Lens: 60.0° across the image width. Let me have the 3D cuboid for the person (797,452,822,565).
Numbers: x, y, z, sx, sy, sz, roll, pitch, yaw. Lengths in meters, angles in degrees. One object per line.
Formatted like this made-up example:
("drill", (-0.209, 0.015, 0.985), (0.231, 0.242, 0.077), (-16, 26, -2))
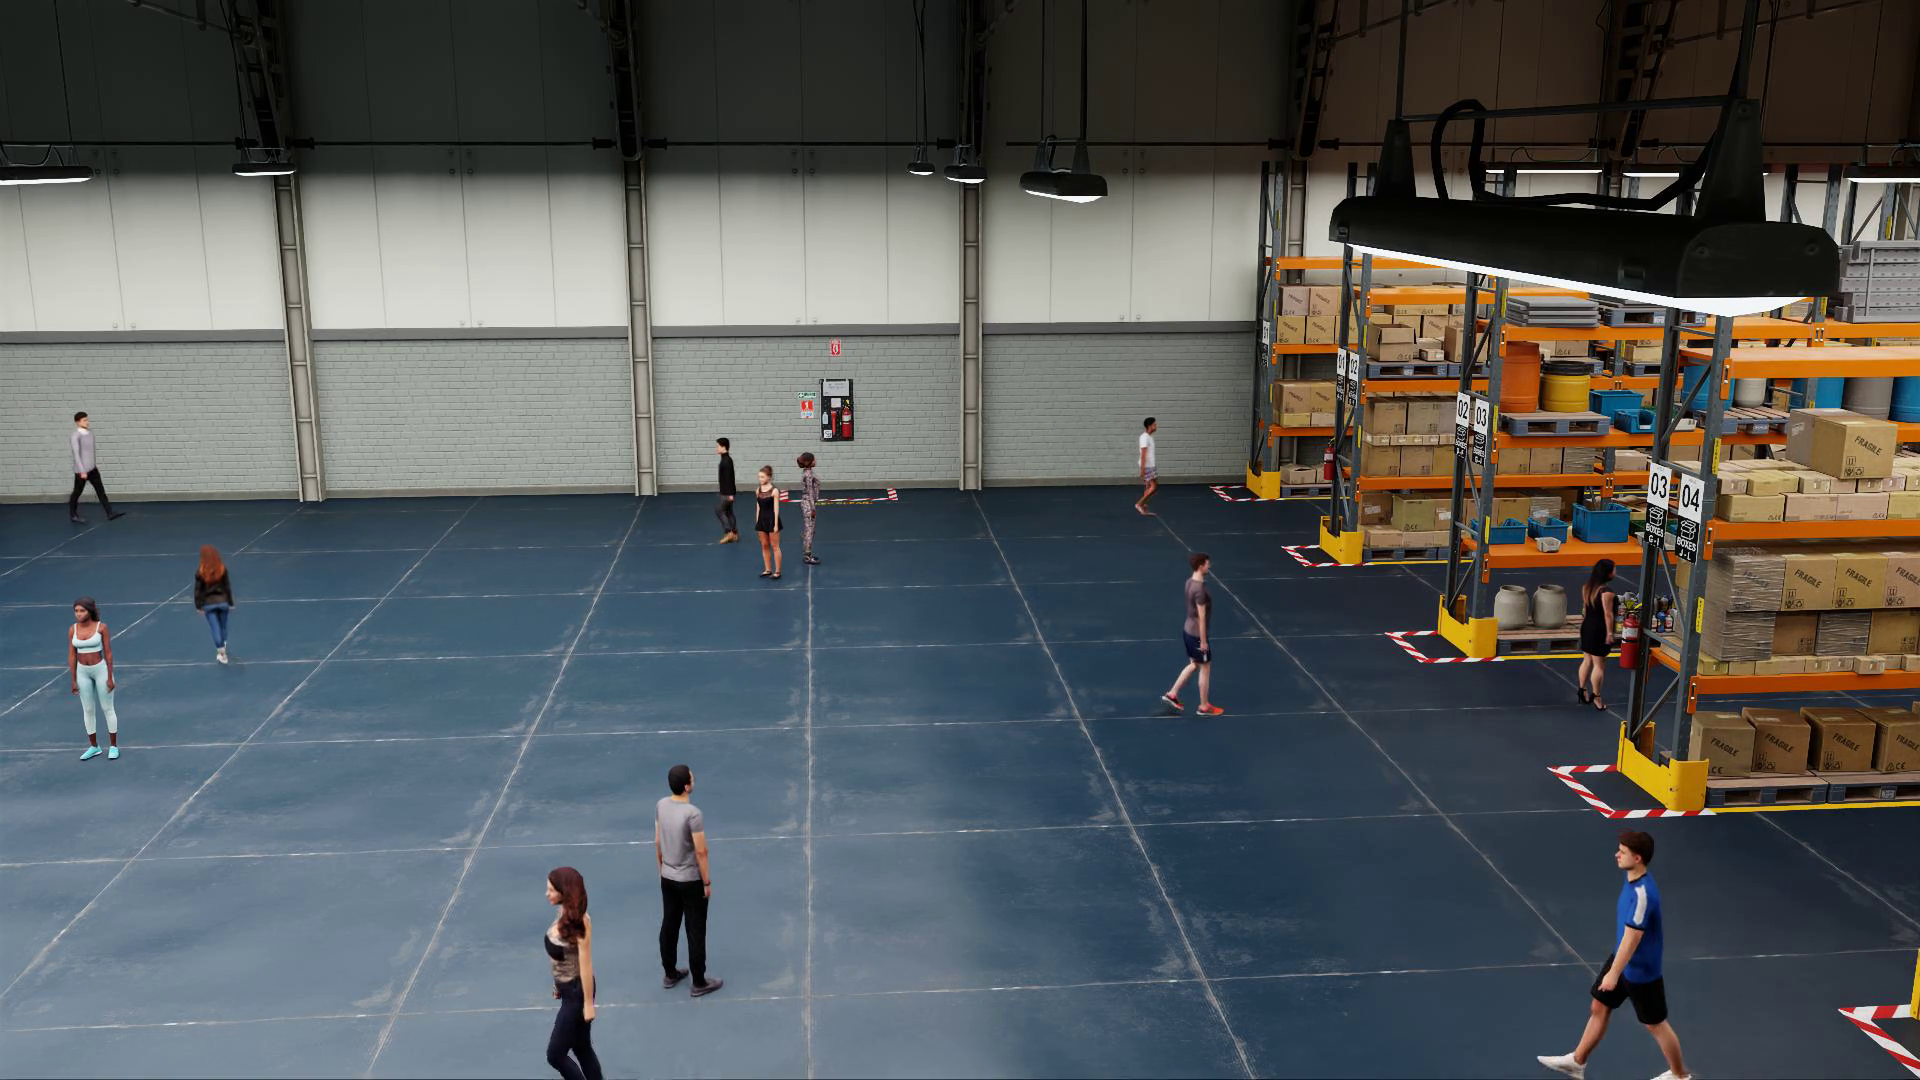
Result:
("person", (-2.300, -0.500, 25.415), (0.576, 1.714, 0.590), (-2, 13, -10))

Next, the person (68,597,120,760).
("person", (-8.914, 1.415, 17.127), (0.463, 1.724, 0.626), (-2, 13, -7))

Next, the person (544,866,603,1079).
("person", (-2.361, 2.903, 10.632), (0.774, 1.753, 0.746), (-7, 15, -28))

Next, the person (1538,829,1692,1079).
("person", (4.534, 2.808, 10.890), (1.244, 1.822, 0.783), (1, 13, 3))

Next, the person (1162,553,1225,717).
("person", (2.569, 1.048, 18.437), (0.900, 1.847, 0.662), (-2, 13, -7))

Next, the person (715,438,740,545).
("person", (-3.667, -0.792, 26.687), (0.582, 1.711, 0.645), (-2, 13, -7))

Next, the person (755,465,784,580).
("person", (-2.810, -0.269, 24.492), (0.677, 1.681, 0.753), (8, 15, 32))

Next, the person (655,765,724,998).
("person", (-2.058, 2.503, 12.358), (0.668, 1.754, 0.758), (8, 15, 32))

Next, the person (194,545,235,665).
("person", (-9.103, 0.801, 20.370), (0.921, 1.456, 0.918), (-10, 16, -37))

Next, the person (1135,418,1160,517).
("person", (3.165, -1.264, 28.704), (0.746, 1.720, 0.730), (3, 13, 13))

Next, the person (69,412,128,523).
("person", (-14.837, -1.188, 28.042), (1.278, 1.870, 0.965), (2, 13, 10))

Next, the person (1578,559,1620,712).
("person", (7.167, 1.048, 18.722), (0.628, 1.718, 0.673), (-3, 13, -11))
